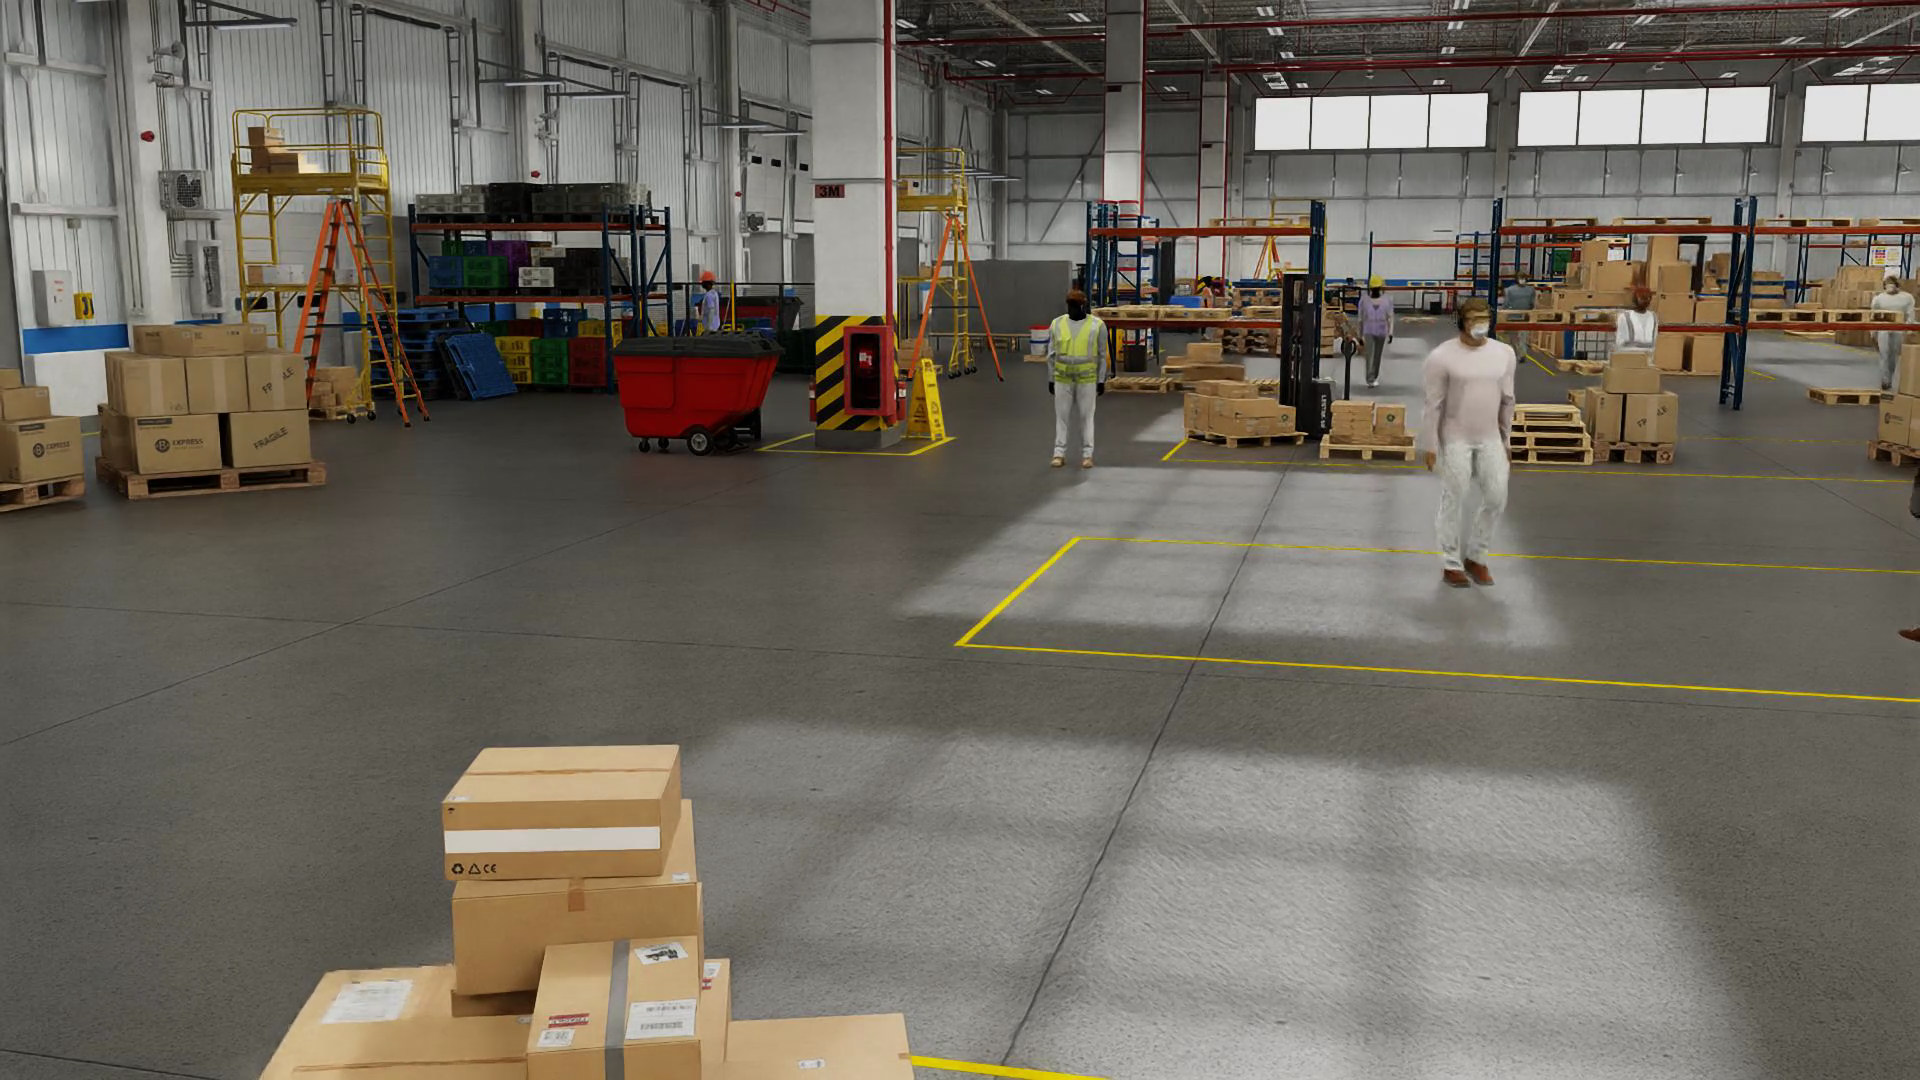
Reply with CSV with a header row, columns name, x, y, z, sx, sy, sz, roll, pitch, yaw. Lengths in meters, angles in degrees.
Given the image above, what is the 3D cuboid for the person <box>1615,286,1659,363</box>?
name,x,y,z,sx,sy,sz,roll,pitch,yaw
person,8.214,-2.165,20.261,0.586,1.837,1.006,-2,10,-9

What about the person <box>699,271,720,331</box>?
name,x,y,z,sx,sy,sz,roll,pitch,yaw
person,-4.439,-3.795,29.507,0.347,1.943,0.544,0,10,-2

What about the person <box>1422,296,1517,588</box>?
name,x,y,z,sx,sy,sz,roll,pitch,yaw
person,3.339,-0.626,10.885,0.661,1.921,0.512,-1,10,-8

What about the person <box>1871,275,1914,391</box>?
name,x,y,z,sx,sy,sz,roll,pitch,yaw
person,15.406,-3.431,27.525,0.638,1.891,0.975,4,11,24

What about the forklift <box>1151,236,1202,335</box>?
name,x,y,z,sx,sy,sz,roll,pitch,yaw
forklift,5.870,-7.214,46.880,1.873,2.768,1.129,2,10,14

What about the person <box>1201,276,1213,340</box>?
name,x,y,z,sx,sy,sz,roll,pitch,yaw
person,6.517,-6.114,43.881,0.319,1.695,0.538,3,10,16

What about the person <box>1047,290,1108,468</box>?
name,x,y,z,sx,sy,sz,roll,pitch,yaw
person,1.205,-1.657,17.230,0.623,1.840,0.430,2,10,14

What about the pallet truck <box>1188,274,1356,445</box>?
name,x,y,z,sx,sy,sz,roll,pitch,yaw
pallet truck,3.653,-2.138,19.590,1.885,1.965,0.823,-4,10,-20

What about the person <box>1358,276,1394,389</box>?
name,x,y,z,sx,sy,sz,roll,pitch,yaw
person,6.985,-3.503,28.015,0.584,1.877,1.018,1,10,8

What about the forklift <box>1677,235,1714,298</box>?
name,x,y,z,sx,sy,sz,roll,pitch,yaw
forklift,21.648,-7.669,49.558,1.129,2.768,1.873,0,10,1

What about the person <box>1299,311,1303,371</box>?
name,x,y,z,sx,sy,sz,roll,pitch,yaw
person,6.706,-4.089,31.847,0.486,1.738,0.322,-9,13,-42

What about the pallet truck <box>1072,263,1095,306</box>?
name,x,y,z,sx,sy,sz,roll,pitch,yaw
pallet truck,4.325,-8.180,55.162,0.823,1.965,1.885,6,11,31

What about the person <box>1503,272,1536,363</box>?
name,x,y,z,sx,sy,sz,roll,pitch,yaw
person,11.629,-4.634,34.624,0.651,1.890,1.033,2,10,10

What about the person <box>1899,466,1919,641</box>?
name,x,y,z,sx,sy,sz,roll,pitch,yaw
person,5.558,-0.311,9.234,0.554,1.859,0.468,-2,10,-13
